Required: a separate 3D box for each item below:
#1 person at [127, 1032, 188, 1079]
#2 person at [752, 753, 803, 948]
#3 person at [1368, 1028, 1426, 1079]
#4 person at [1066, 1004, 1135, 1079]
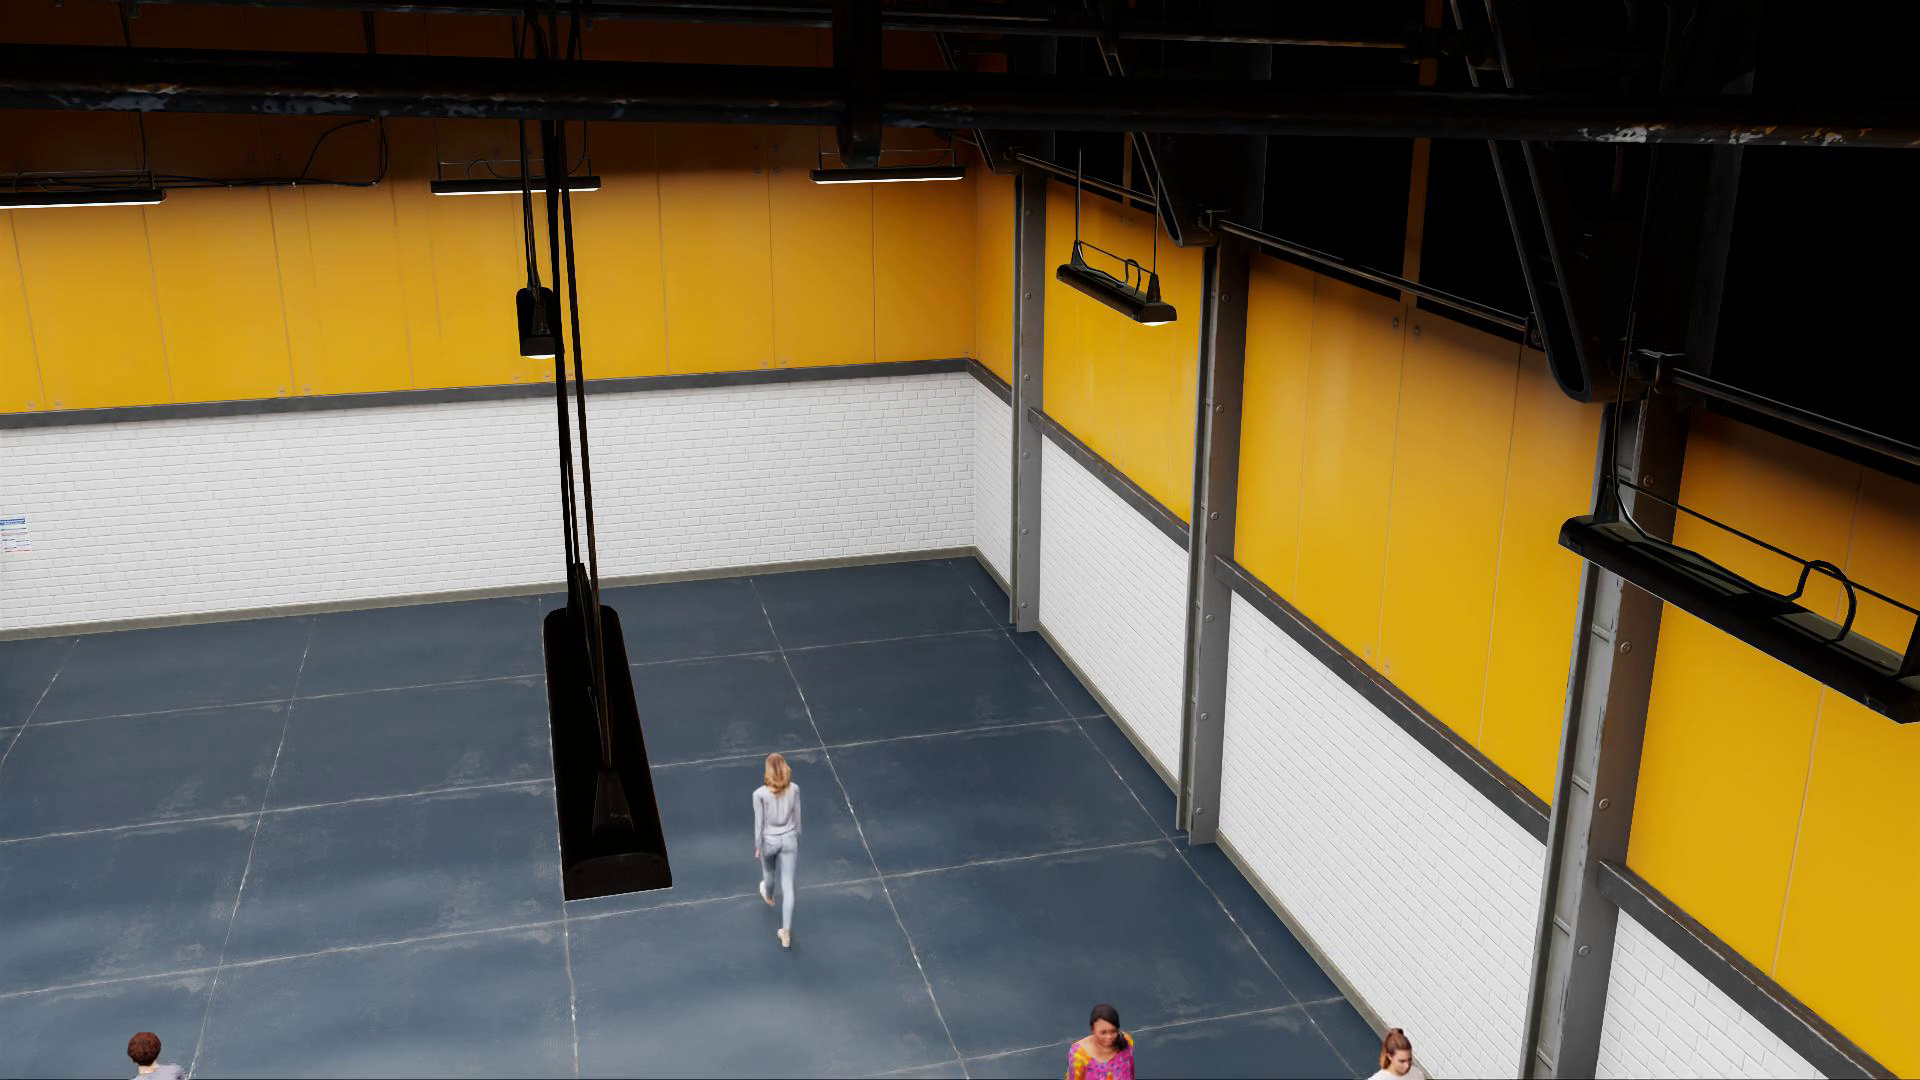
[{"bbox_3d":[-5.332,4.114,11.217,0.866,1.614,1.152,-13,22,-33],"label":"person"},{"bbox_3d":[-1.601,2.795,14.921,0.659,1.751,1.159,-6,20,-18],"label":"person"},{"bbox_3d":[2.872,4.052,11.254,0.602,1.708,0.673,-5,19,-15],"label":"person"},{"bbox_3d":[0.987,3.931,11.697,0.696,1.655,0.749,-5,19,-16],"label":"person"}]
